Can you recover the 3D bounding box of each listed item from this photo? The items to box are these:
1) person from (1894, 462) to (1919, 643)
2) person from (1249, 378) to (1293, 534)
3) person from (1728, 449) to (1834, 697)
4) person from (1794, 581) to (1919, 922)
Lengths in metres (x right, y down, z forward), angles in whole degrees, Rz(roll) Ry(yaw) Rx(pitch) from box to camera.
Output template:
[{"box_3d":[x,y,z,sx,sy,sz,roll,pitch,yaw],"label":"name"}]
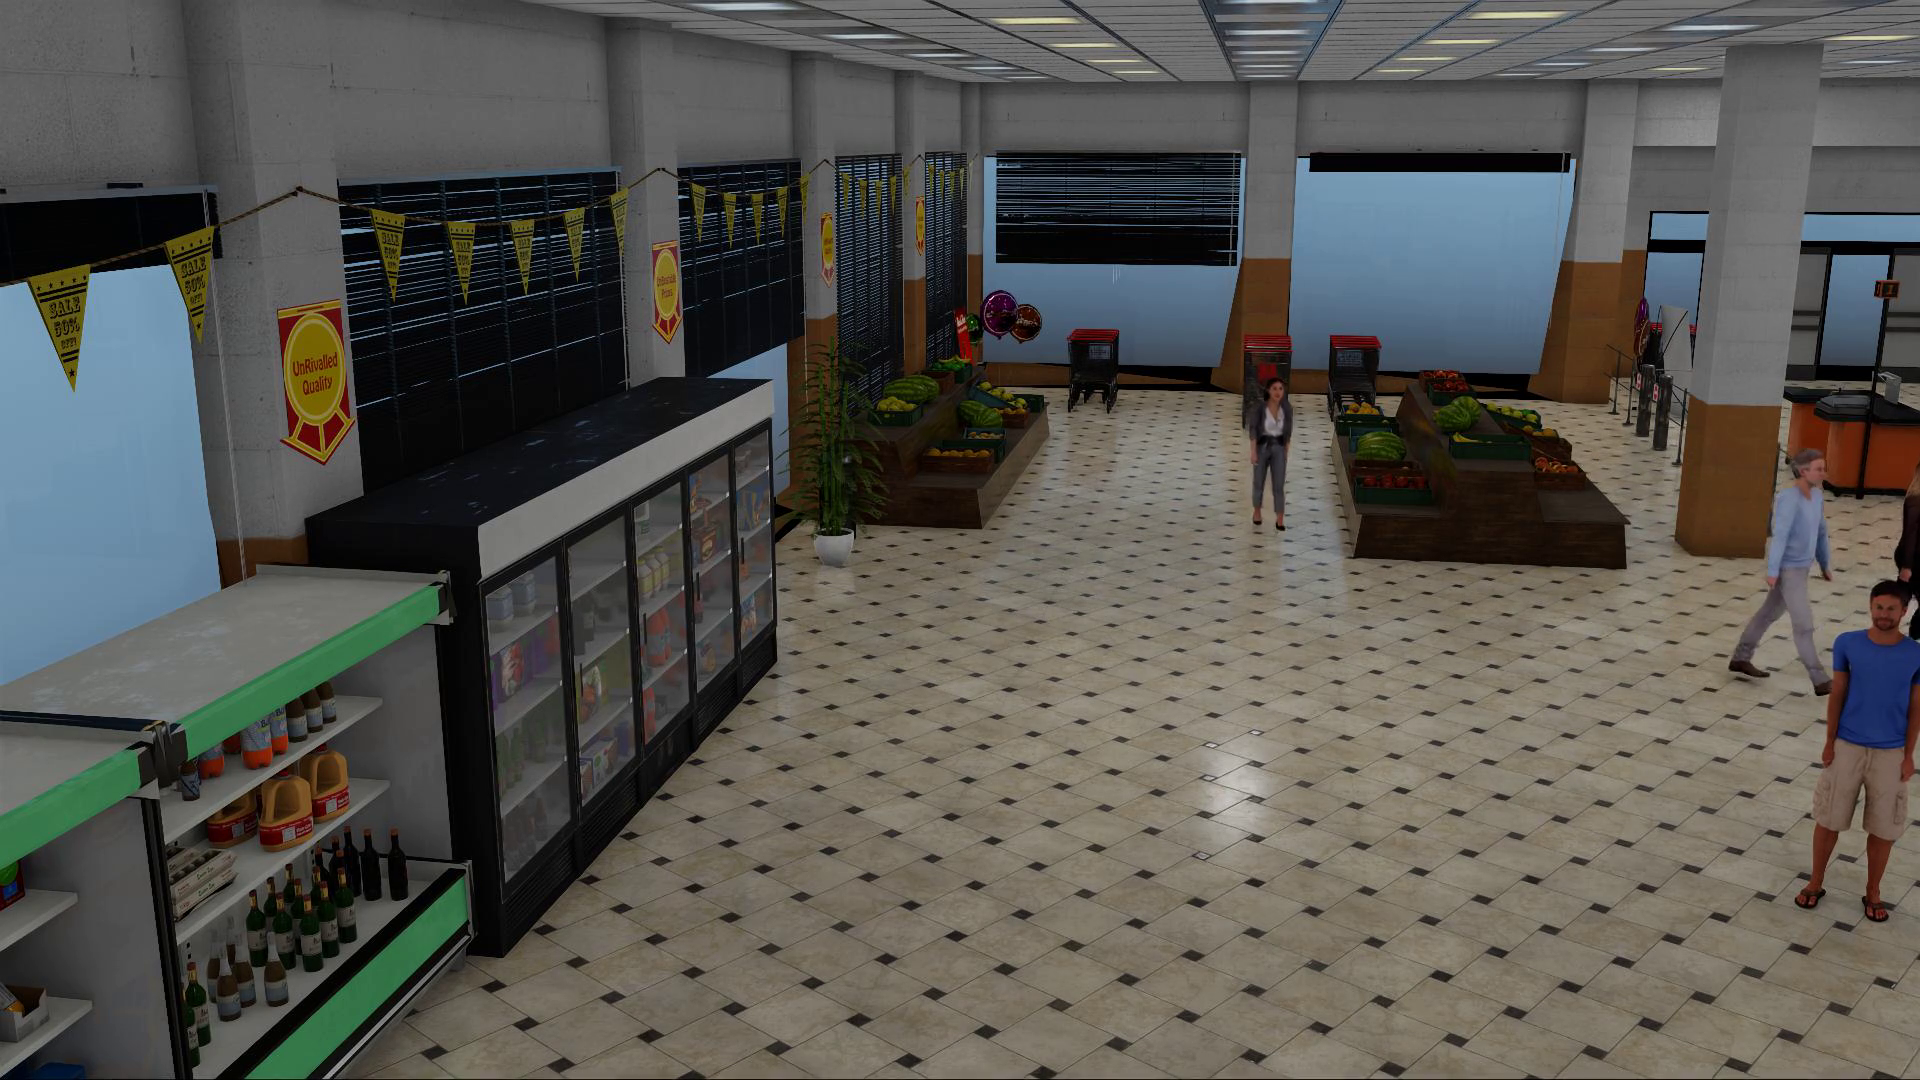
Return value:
[{"box_3d":[7.538,0.155,13.315,0.816,1.694,0.739,10,17,35],"label":"person"},{"box_3d":[3.278,-0.895,17.803,0.785,1.620,1.164,0,14,-1],"label":"person"},{"box_3d":[6.240,0.239,12.663,1.238,1.839,1.243,-11,18,-38],"label":"person"},{"box_3d":[4.925,1.112,9.013,0.731,1.862,0.695,8,16,29],"label":"person"}]
